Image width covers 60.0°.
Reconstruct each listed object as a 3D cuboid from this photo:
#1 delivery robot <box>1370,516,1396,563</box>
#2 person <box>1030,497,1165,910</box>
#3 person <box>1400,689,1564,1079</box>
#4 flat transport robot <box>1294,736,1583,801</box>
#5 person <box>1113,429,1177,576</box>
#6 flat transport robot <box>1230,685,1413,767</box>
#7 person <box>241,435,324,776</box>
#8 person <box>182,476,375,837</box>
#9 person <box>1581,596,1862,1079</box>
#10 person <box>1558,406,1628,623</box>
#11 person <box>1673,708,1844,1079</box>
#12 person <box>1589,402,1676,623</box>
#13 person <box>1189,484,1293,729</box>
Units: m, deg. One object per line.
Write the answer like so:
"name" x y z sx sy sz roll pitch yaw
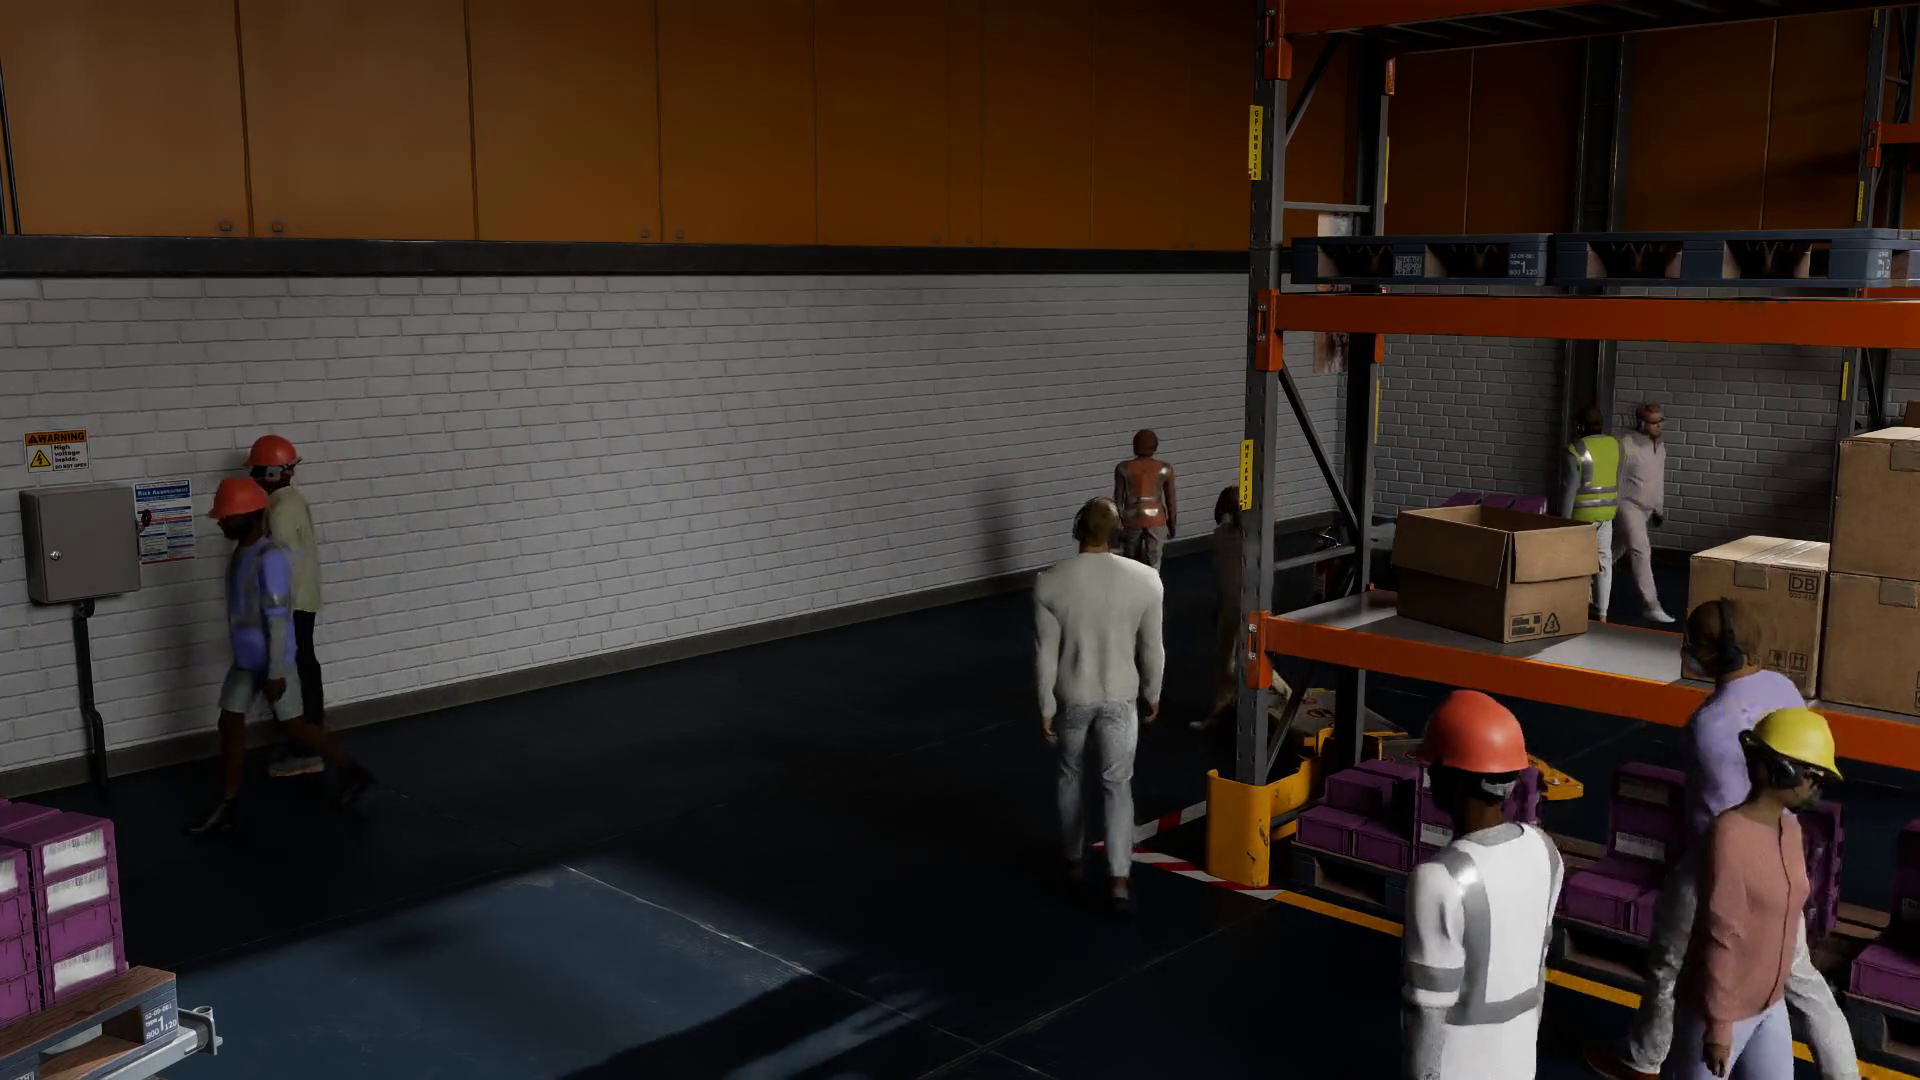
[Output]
"delivery robot" 4.147 0.014 16.080 0.707 0.478 0.477 8 12 39
"person" 0.643 0.754 7.757 0.635 1.903 0.903 1 9 3
"person" 1.315 1.331 4.138 0.549 1.919 0.717 -7 12 -37
"flat transport robot" 2.678 1.300 9.350 1.431 0.197 0.652 -2 9 -10
"person" 1.549 -0.127 13.991 0.531 1.617 0.688 1 9 9
"flat transport robot" 2.215 1.145 10.302 0.652 0.197 1.431 -2 9 -10
"person" -3.938 0.379 9.727 0.393 1.995 0.612 -2 10 -15
"person" -3.618 0.586 8.801 0.939 1.902 0.552 -9 13 -43
"person" 2.645 1.114 5.595 0.650 1.883 1.059 -6 11 -31
"person" 5.147 -0.184 13.677 0.621 1.837 0.430 -4 10 -21
"person" 2.180 1.314 4.820 0.552 1.721 0.714 -6 11 -34
"person" 5.687 -0.269 14.189 0.694 1.851 1.016 -7 12 -38
"person" 1.840 0.437 10.548 0.608 1.614 0.520 -3 10 -17
